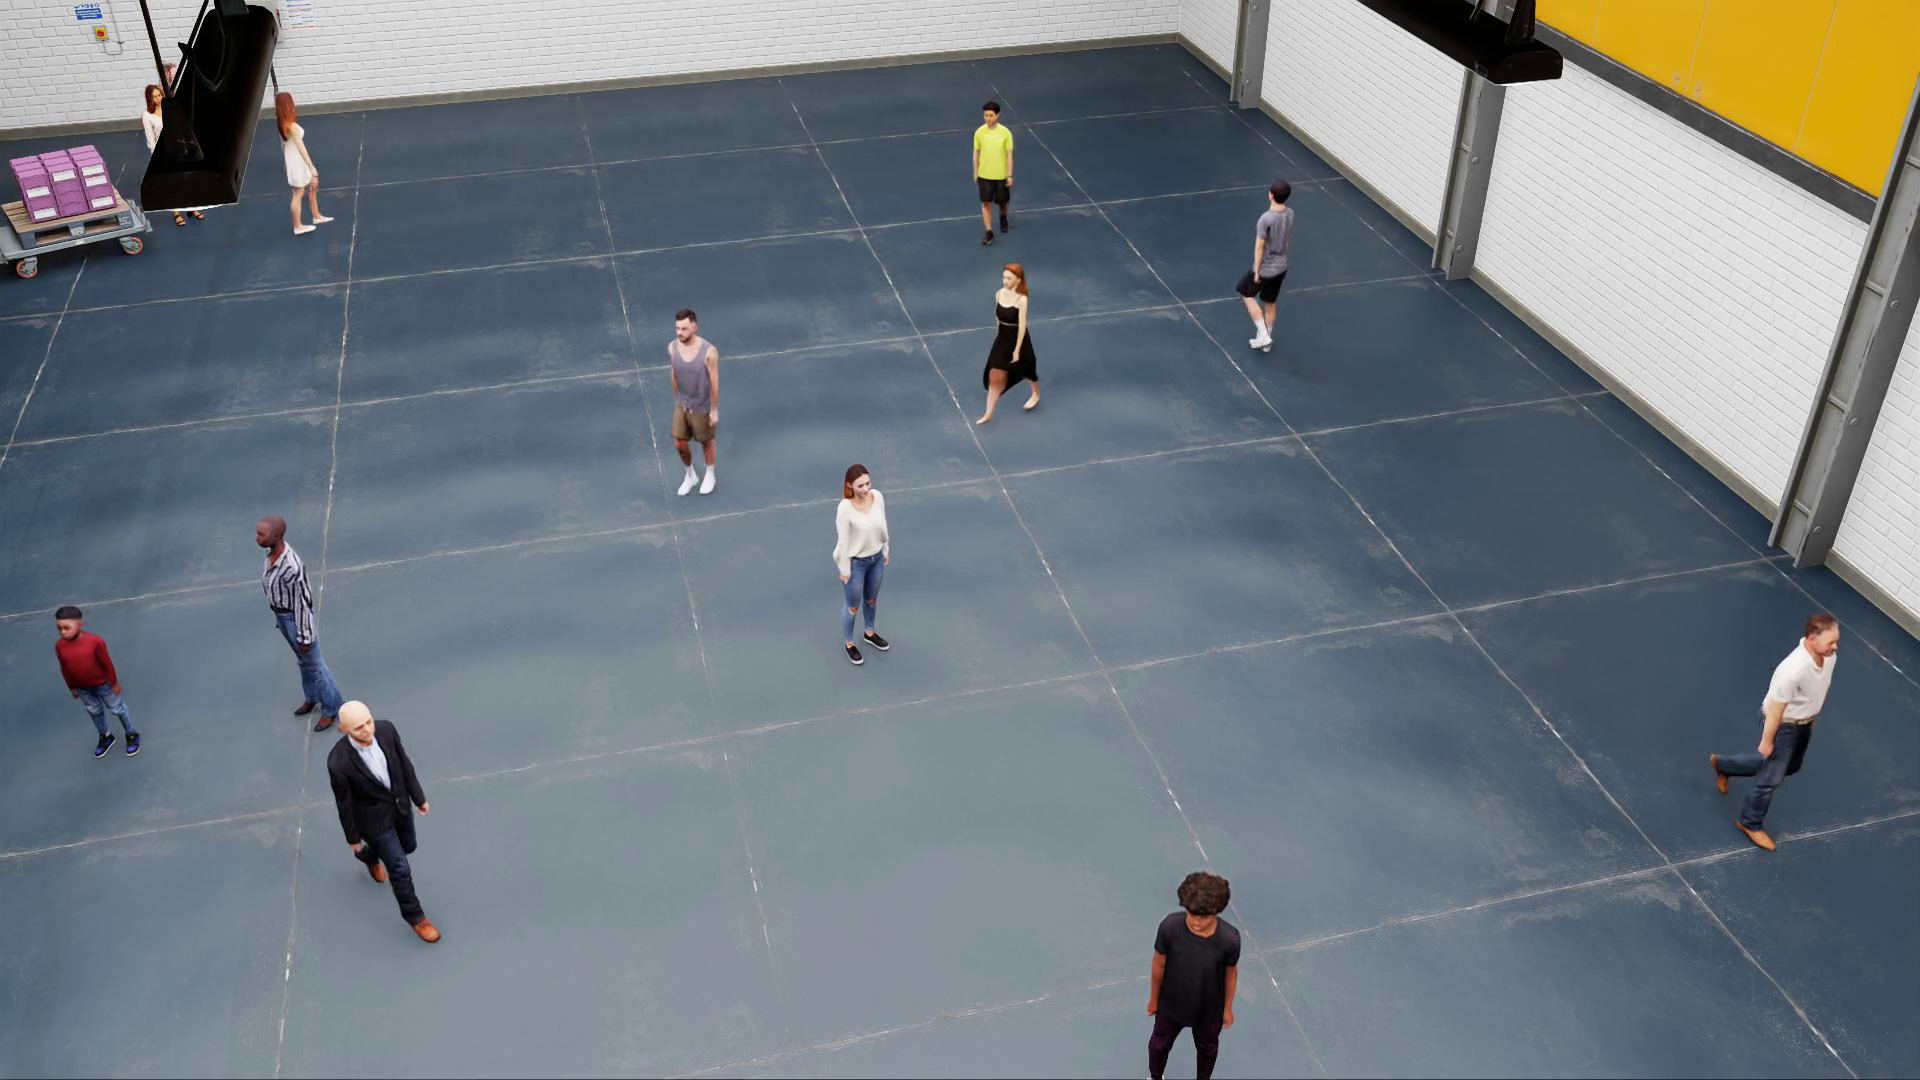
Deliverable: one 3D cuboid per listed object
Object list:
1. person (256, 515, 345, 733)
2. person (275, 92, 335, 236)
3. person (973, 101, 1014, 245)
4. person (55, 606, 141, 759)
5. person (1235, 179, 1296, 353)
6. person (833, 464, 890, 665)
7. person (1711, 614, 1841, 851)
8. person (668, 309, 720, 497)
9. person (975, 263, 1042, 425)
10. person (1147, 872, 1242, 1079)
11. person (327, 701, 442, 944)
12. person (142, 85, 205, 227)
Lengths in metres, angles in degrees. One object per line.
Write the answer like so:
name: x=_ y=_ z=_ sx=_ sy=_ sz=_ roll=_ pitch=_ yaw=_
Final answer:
person: x=-4.790 y=0.582 z=12.012 sx=0.758 sy=1.796 sz=0.633 roll=-28 pitch=43 yaw=-36
person: x=-7.913 y=-4.415 z=19.621 sx=0.764 sy=1.695 sz=0.771 roll=-21 pitch=39 yaw=-28
person: x=0.408 y=-4.334 z=19.497 sx=0.805 sy=1.697 sz=0.881 roll=7 pitch=34 yaw=10
person: x=-6.201 y=0.989 z=11.888 sx=0.532 sy=1.254 sz=0.521 roll=-4 pitch=34 yaw=-6
person: x=3.215 y=-2.748 z=16.967 sx=0.747 sy=1.856 sz=0.788 roll=-18 pitch=38 yaw=-25
person: x=-0.753 y=0.161 z=12.738 sx=0.702 sy=1.692 sz=0.691 roll=-25 pitch=41 yaw=-33
person: x=5.415 y=1.180 z=11.075 sx=0.831 sy=1.838 sz=1.000 roll=-19 pitch=38 yaw=-26
person: x=-2.304 y=-1.265 z=14.789 sx=0.737 sy=1.832 sz=0.780 roll=7 pitch=34 yaw=10
person: x=0.575 y=-1.895 z=15.937 sx=1.108 sy=1.575 sz=1.058 roll=25 pitch=41 yaw=32
person: x=1.279 y=2.499 z=9.140 sx=0.710 sy=1.781 sz=0.701 roll=6 pitch=34 yaw=10
person: x=-3.640 y=1.675 z=10.385 sx=1.175 sy=1.777 sz=1.097 roll=20 pitch=38 yaw=27
person: x=-9.501 y=-4.647 z=19.981 sx=0.736 sy=1.683 sz=0.695 roll=21 pitch=39 yaw=29
